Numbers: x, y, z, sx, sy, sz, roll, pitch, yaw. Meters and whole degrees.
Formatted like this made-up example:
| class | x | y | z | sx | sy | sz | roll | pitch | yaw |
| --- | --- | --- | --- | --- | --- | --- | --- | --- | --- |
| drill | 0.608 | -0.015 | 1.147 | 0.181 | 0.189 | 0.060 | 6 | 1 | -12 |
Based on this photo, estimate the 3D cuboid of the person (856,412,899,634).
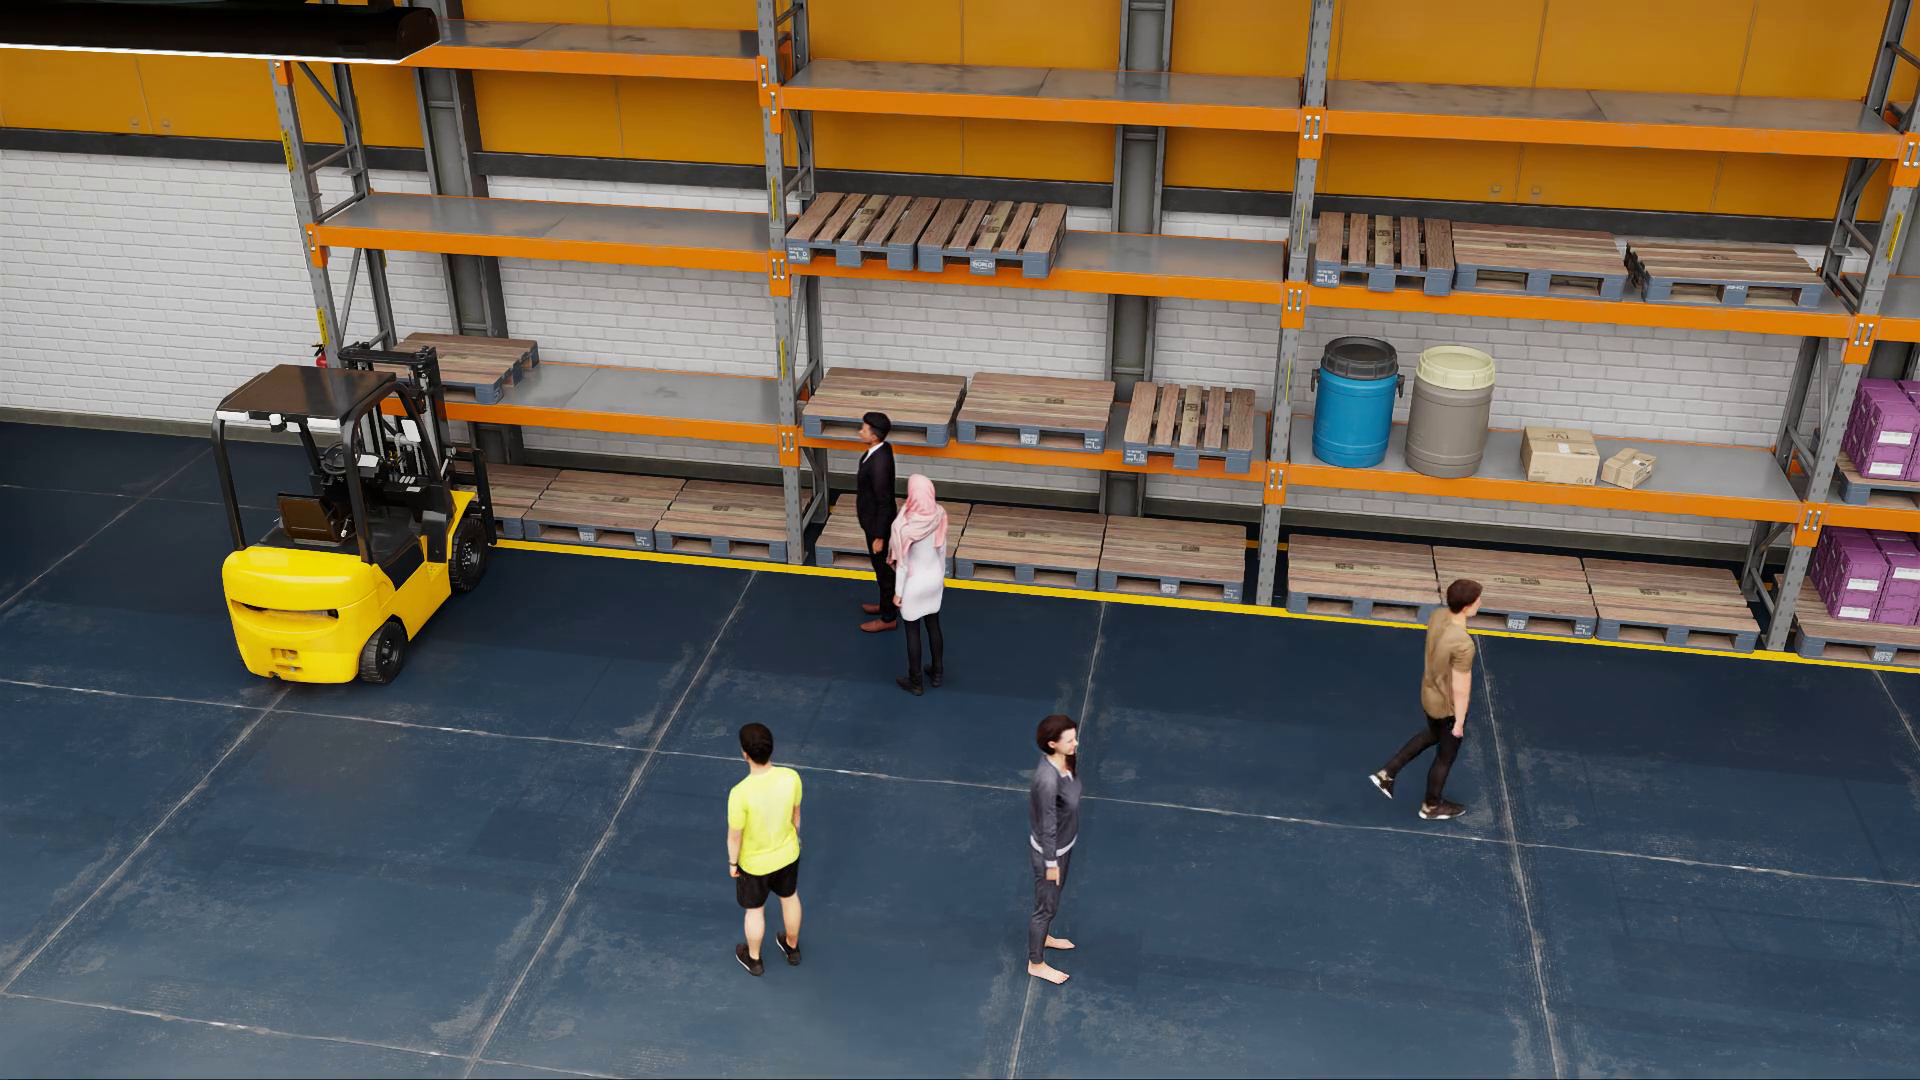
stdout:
| class | x | y | z | sx | sy | sz | roll | pitch | yaw |
| --- | --- | --- | --- | --- | --- | --- | --- | --- | --- |
| person | -0.615 | -0.154 | 13.081 | 0.609 | 1.883 | 0.731 | 0 | 29 | 1 |

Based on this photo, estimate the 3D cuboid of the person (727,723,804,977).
| class | x | y | z | sx | sy | sz | roll | pitch | yaw |
| --- | --- | --- | --- | --- | --- | --- | --- | --- | --- |
| person | -1.095 | 1.801 | 9.679 | 0.705 | 1.708 | 0.779 | -16 | 32 | -27 |

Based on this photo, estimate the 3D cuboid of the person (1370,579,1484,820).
| class | x | y | z | sx | sy | sz | roll | pitch | yaw |
| --- | --- | --- | --- | --- | --- | --- | --- | --- | --- |
| person | 3.085 | 1.058 | 10.906 | 1.004 | 1.838 | 0.852 | -4 | 29 | -8 |

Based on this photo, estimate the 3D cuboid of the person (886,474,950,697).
| class | x | y | z | sx | sy | sz | roll | pitch | yaw |
| --- | --- | --- | --- | --- | --- | --- | --- | --- | --- |
| person | -0.289 | 0.324 | 12.287 | 0.738 | 1.804 | 0.797 | -19 | 34 | -31 |

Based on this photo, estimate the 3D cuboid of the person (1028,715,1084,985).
| class | x | y | z | sx | sy | sz | roll | pitch | yaw |
| --- | --- | --- | --- | --- | --- | --- | --- | --- | --- |
| person | 0.538 | 1.763 | 9.687 | 0.494 | 1.768 | 0.609 | 5 | 29 | 9 |
